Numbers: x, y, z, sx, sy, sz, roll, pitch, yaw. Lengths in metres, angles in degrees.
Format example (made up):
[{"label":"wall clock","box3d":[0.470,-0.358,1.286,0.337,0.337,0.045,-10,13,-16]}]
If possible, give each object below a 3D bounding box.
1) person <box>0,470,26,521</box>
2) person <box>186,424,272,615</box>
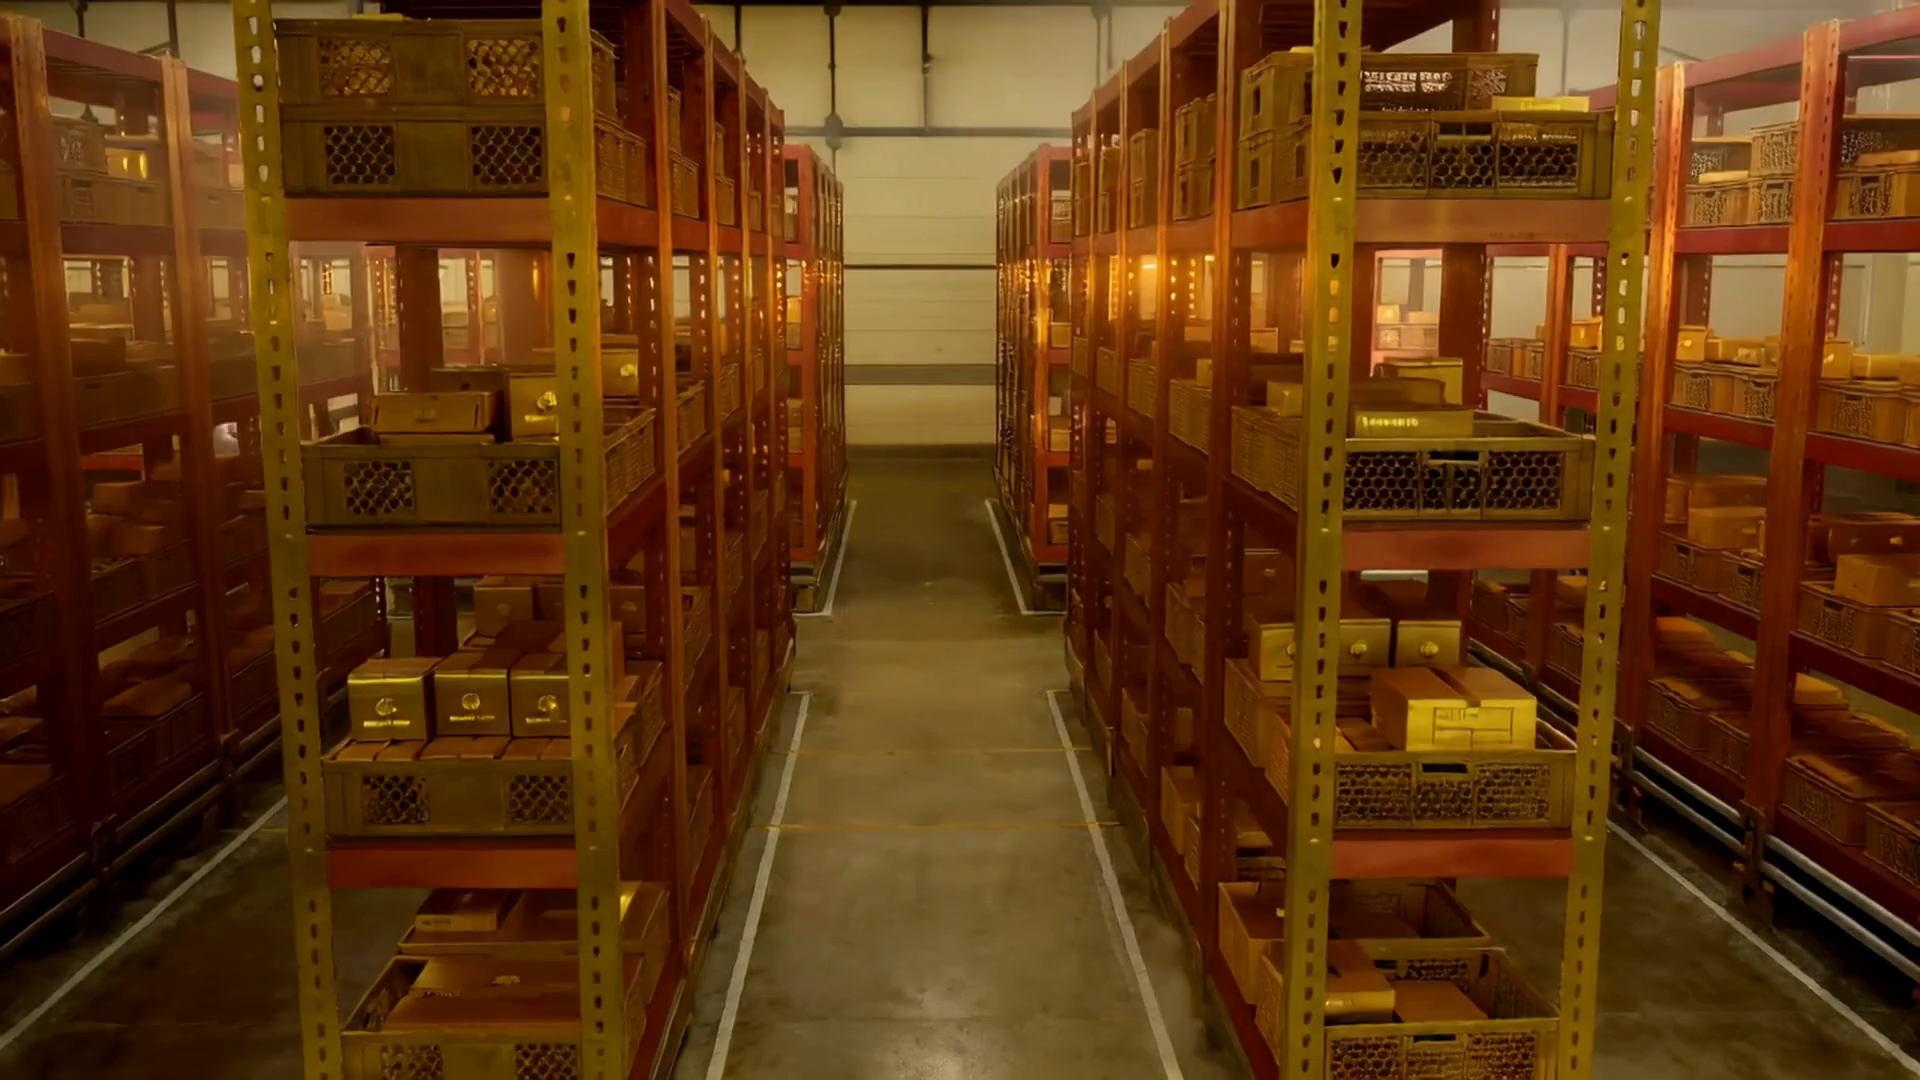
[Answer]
[{"label":"person","box3d":[-6.449,-0.095,11.409,0.430,1.830,0.591,1,9,5]},{"label":"person","box3d":[-5.743,-0.293,12.782,0.888,1.777,0.604,-6,11,-33]}]
